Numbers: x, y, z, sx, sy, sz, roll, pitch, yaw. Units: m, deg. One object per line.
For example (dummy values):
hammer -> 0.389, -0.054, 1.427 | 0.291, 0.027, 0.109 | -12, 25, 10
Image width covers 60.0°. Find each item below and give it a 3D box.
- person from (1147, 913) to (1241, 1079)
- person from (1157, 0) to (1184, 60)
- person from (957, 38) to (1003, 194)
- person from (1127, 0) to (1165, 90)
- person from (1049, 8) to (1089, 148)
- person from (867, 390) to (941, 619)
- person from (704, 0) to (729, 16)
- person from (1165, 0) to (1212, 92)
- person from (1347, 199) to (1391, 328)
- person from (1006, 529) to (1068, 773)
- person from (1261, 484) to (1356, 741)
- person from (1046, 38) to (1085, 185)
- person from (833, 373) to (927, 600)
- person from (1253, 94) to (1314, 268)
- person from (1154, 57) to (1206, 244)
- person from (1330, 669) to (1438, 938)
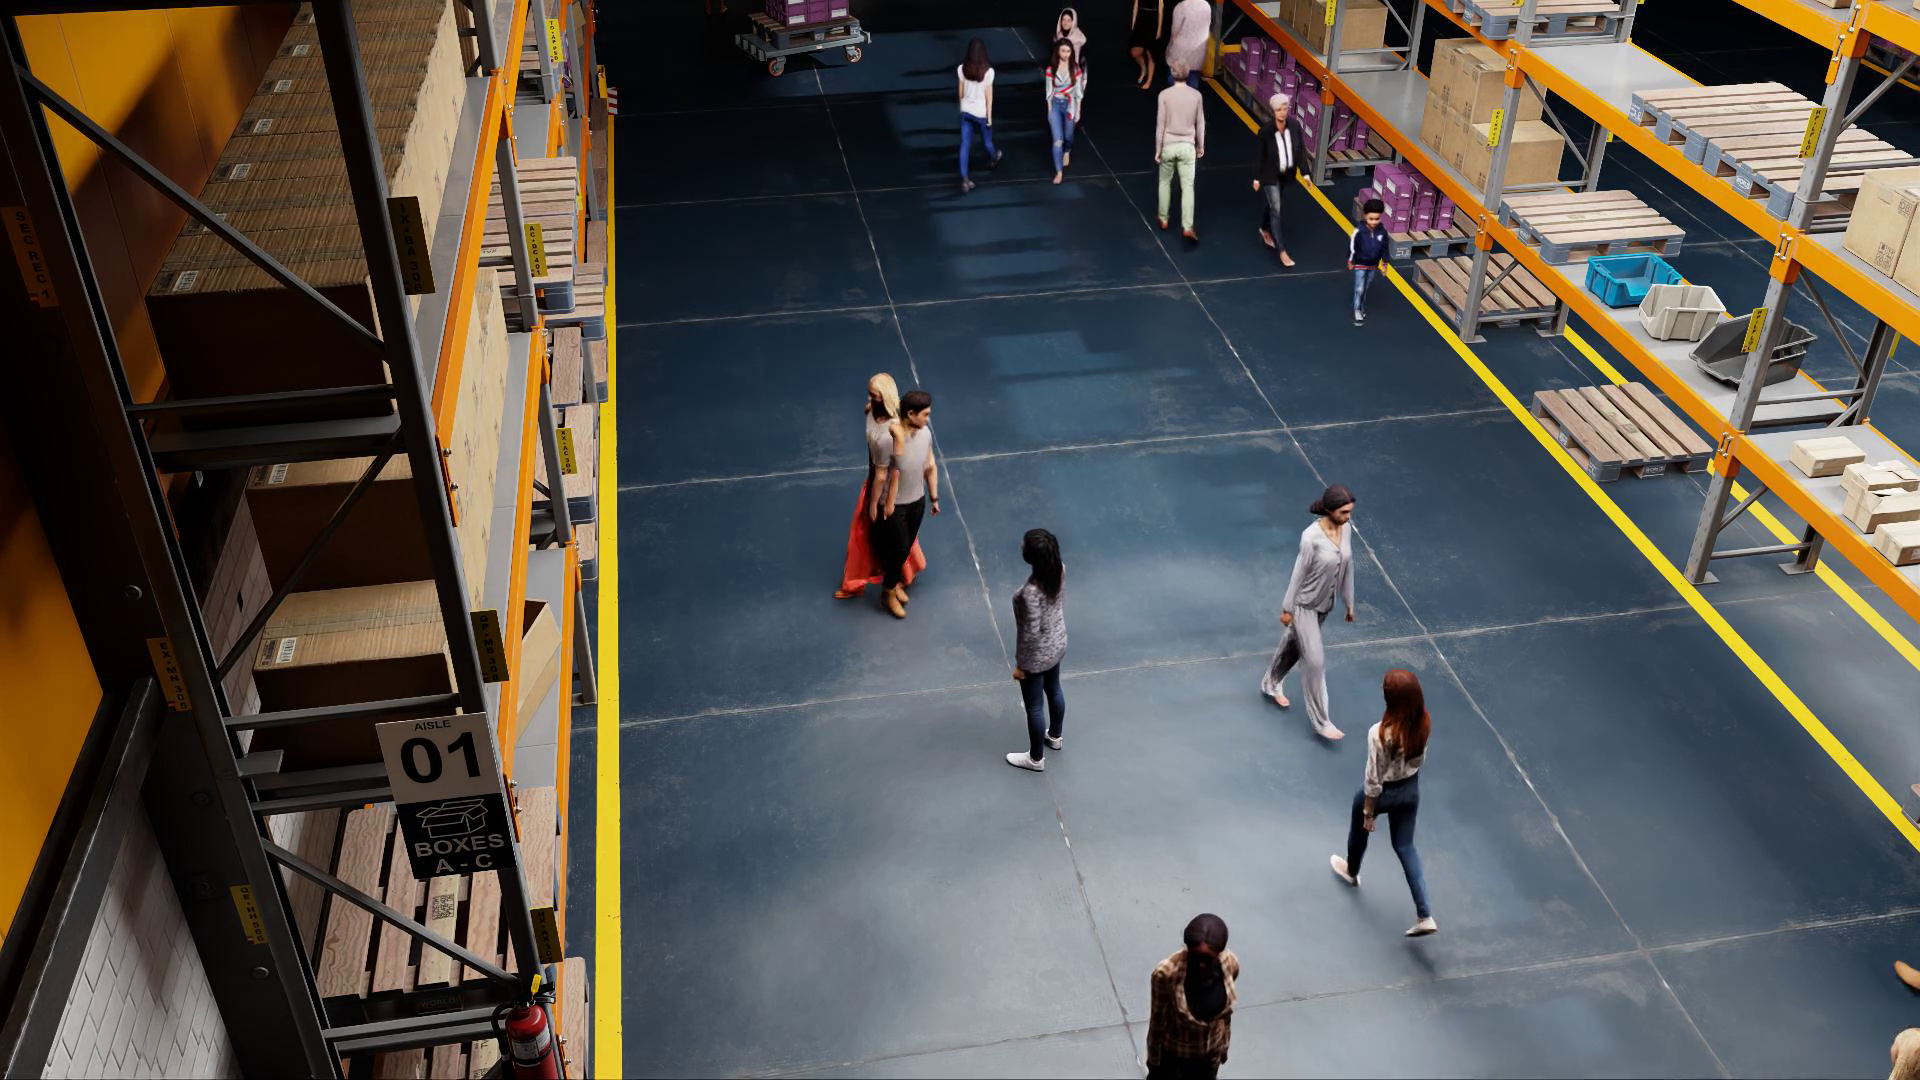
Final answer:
person -> 1.043, 2.359, 7.682 | 0.593, 1.792, 0.562 | -9, 35, -13
person -> 3.038, -7.393, 22.337 | 1.128, 1.811, 1.171 | 22, 40, 30
person -> 0.134, -4.613, 18.314 | 1.031, 1.633, 1.229 | 14, 36, 20
person -> 2.460, -6.616, 21.349 | 0.768, 1.610, 0.824 | 17, 37, 24
person -> 1.286, -5.494, 19.663 | 0.915, 1.607, 1.138 | 10, 35, 14
person -> -0.443, -0.316, 11.801 | 0.790, 1.688, 0.815 | -20, 39, -28
person -> -3.632, -8.508, 24.097 | 0.616, 1.719, 0.540 | -2, 34, -2
person -> 2.815, -5.995, 20.308 | 0.712, 1.728, 0.755 | -9, 35, -13
person -> 3.859, -2.680, 15.793 | 0.560, 1.205, 0.708 | -3, 34, -4
person -> 0.501, 0.667, 10.279 | 0.743, 1.735, 0.675 | 20, 38, 27
person -> 2.198, 0.365, 10.725 | 0.899, 1.744, 1.085 | -21, 39, -29
person -> 1.164, -4.880, 18.766 | 0.768, 1.578, 1.095 | 2, 34, 3
person -> -0.438, -0.401, 11.850 | 0.992, 1.774, 1.042 | -20, 39, -28
person -> 3.218, -3.684, 16.795 | 0.848, 1.727, 1.167 | -11, 35, -16
person -> 2.256, -3.977, 17.179 | 0.787, 1.830, 1.127 | 0, 34, 1
person -> 2.423, 1.454, 9.135 | 0.726, 1.691, 1.145 | -12, 35, -17
